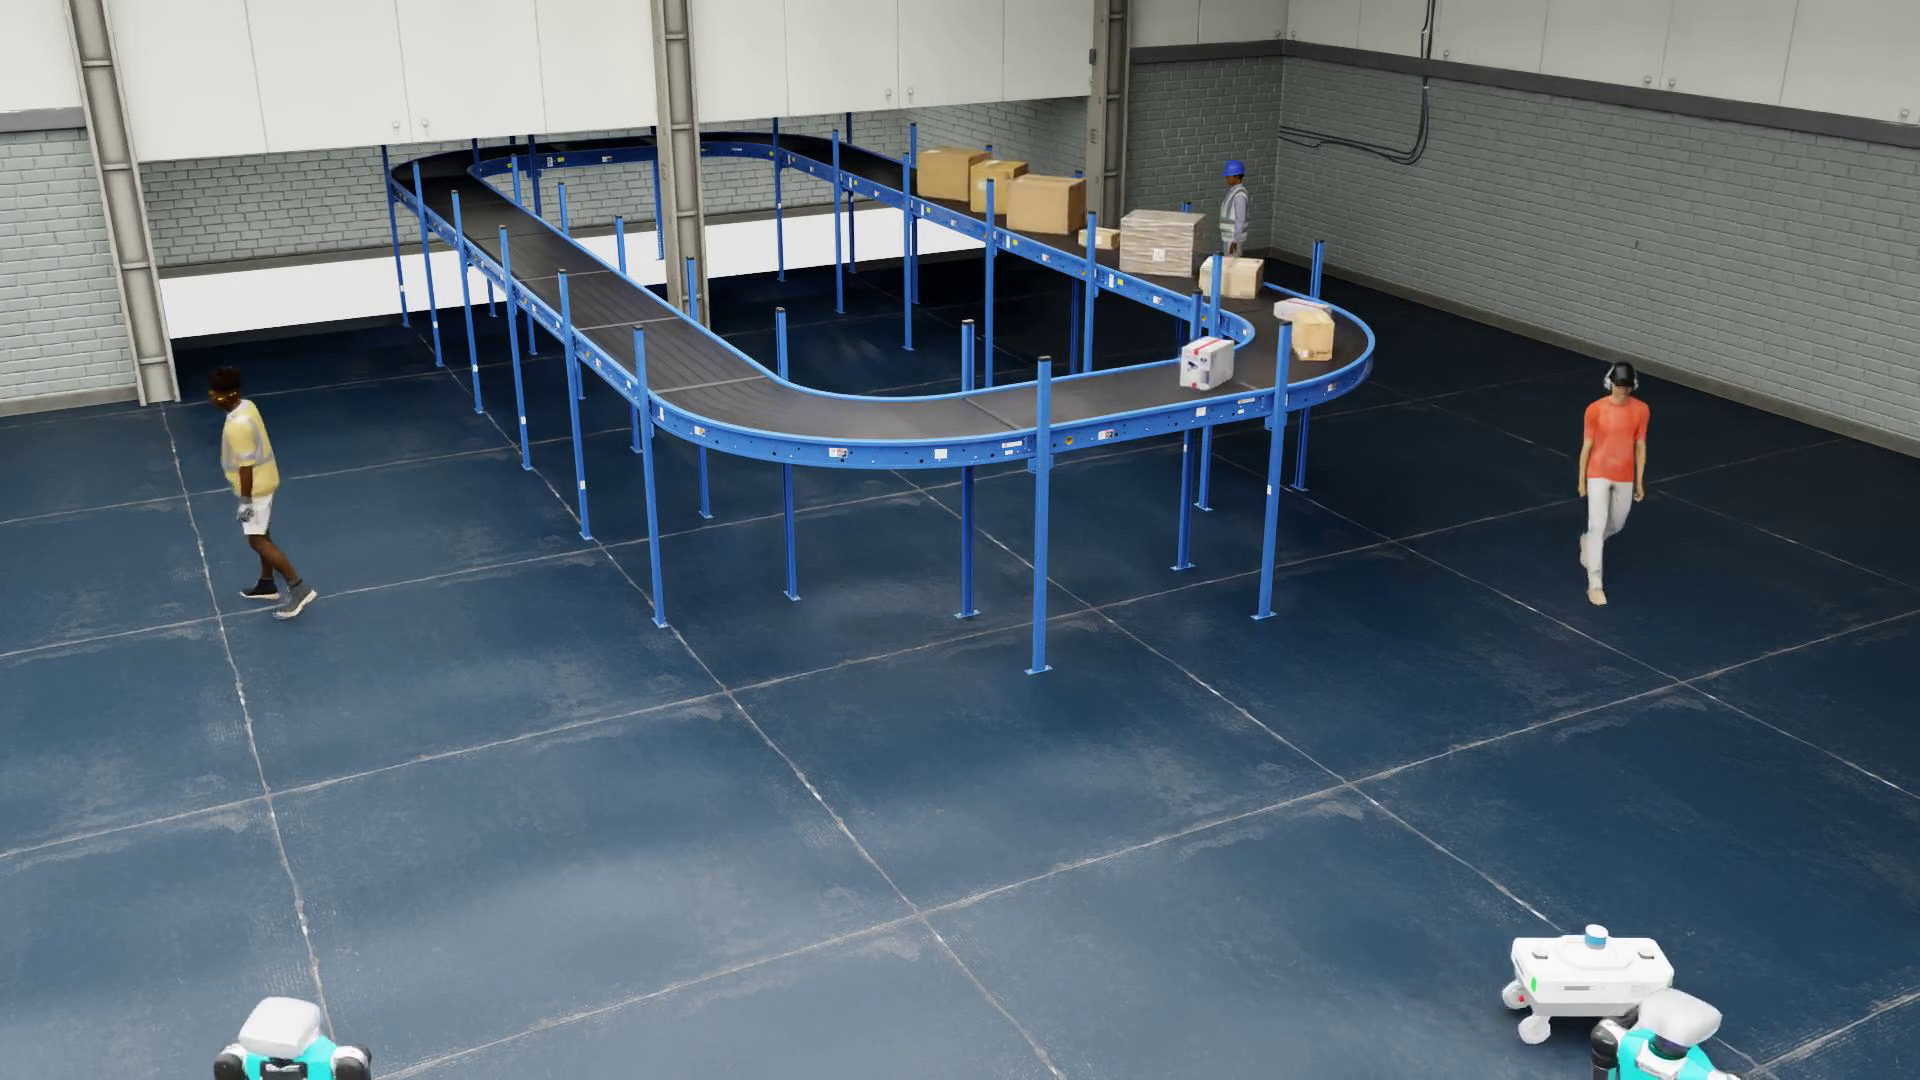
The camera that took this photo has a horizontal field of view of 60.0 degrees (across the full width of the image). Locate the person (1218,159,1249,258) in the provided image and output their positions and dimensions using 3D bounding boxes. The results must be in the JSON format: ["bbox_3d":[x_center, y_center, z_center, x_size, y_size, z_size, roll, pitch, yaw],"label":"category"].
[{"bbox_3d":[3.478,-3.870,21.205,0.381,1.948,0.603,-1,22,-2],"label":"person"}]

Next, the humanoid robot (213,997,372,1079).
[{"bbox_3d":[-2.318,2.527,5.728,0.532,1.807,0.827,1,22,1],"label":"humanoid robot"}]

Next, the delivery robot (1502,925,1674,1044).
[{"bbox_3d":[3.091,2.166,8.147,0.804,0.600,0.499,0,22,0],"label":"delivery robot"}]

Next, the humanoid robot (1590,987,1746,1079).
[{"bbox_3d":[2.597,2.353,6.122,0.543,1.774,0.911,20,30,41],"label":"humanoid robot"}]

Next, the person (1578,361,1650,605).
[{"bbox_3d":[5.054,-0.512,12.992,0.480,1.888,0.851,1,22,3],"label":"person"}]

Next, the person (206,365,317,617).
[{"bbox_3d":[-5.320,-0.417,12.667,0.643,1.959,0.776,-2,22,-6],"label":"person"}]
